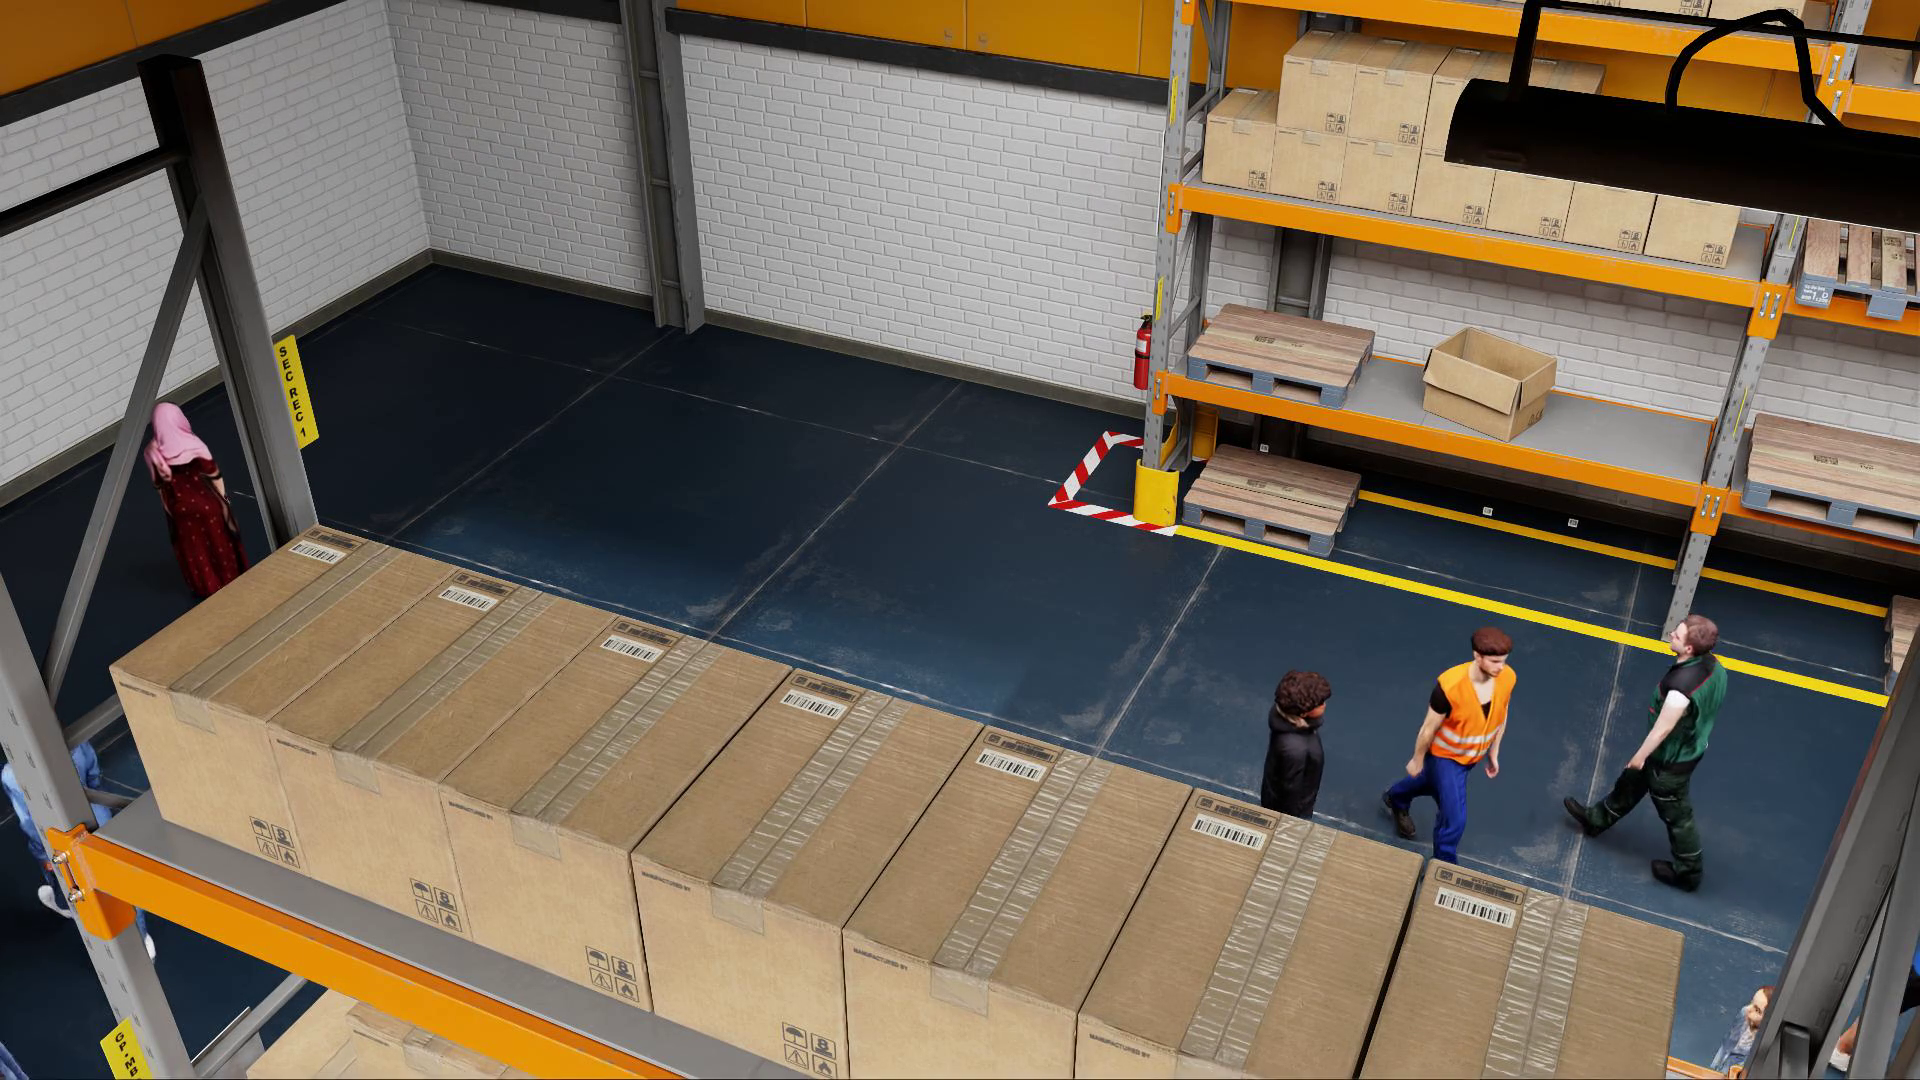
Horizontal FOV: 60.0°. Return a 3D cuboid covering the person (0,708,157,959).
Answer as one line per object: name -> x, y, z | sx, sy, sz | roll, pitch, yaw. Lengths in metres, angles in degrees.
person -> -4.803, 1.606, 9.090 | 1.173, 1.763, 0.800 | 20, 39, 28

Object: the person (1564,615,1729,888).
person -> 4.176, 1.253, 9.592 | 1.177, 1.796, 0.828 | 25, 41, 32

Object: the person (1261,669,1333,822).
person -> 1.760, 1.442, 9.337 | 1.093, 1.763, 0.885 | 1, 34, 1

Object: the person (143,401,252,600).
person -> -5.538, -0.274, 12.031 | 0.706, 1.638, 0.818 | -2, 34, -4

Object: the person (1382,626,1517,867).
person -> 2.826, 1.175, 9.669 | 1.124, 1.840, 1.251 | -14, 36, -21

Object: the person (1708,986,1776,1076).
person -> 3.696, 2.633, 7.815 | 0.899, 1.465, 0.744 | 2, 34, 3
